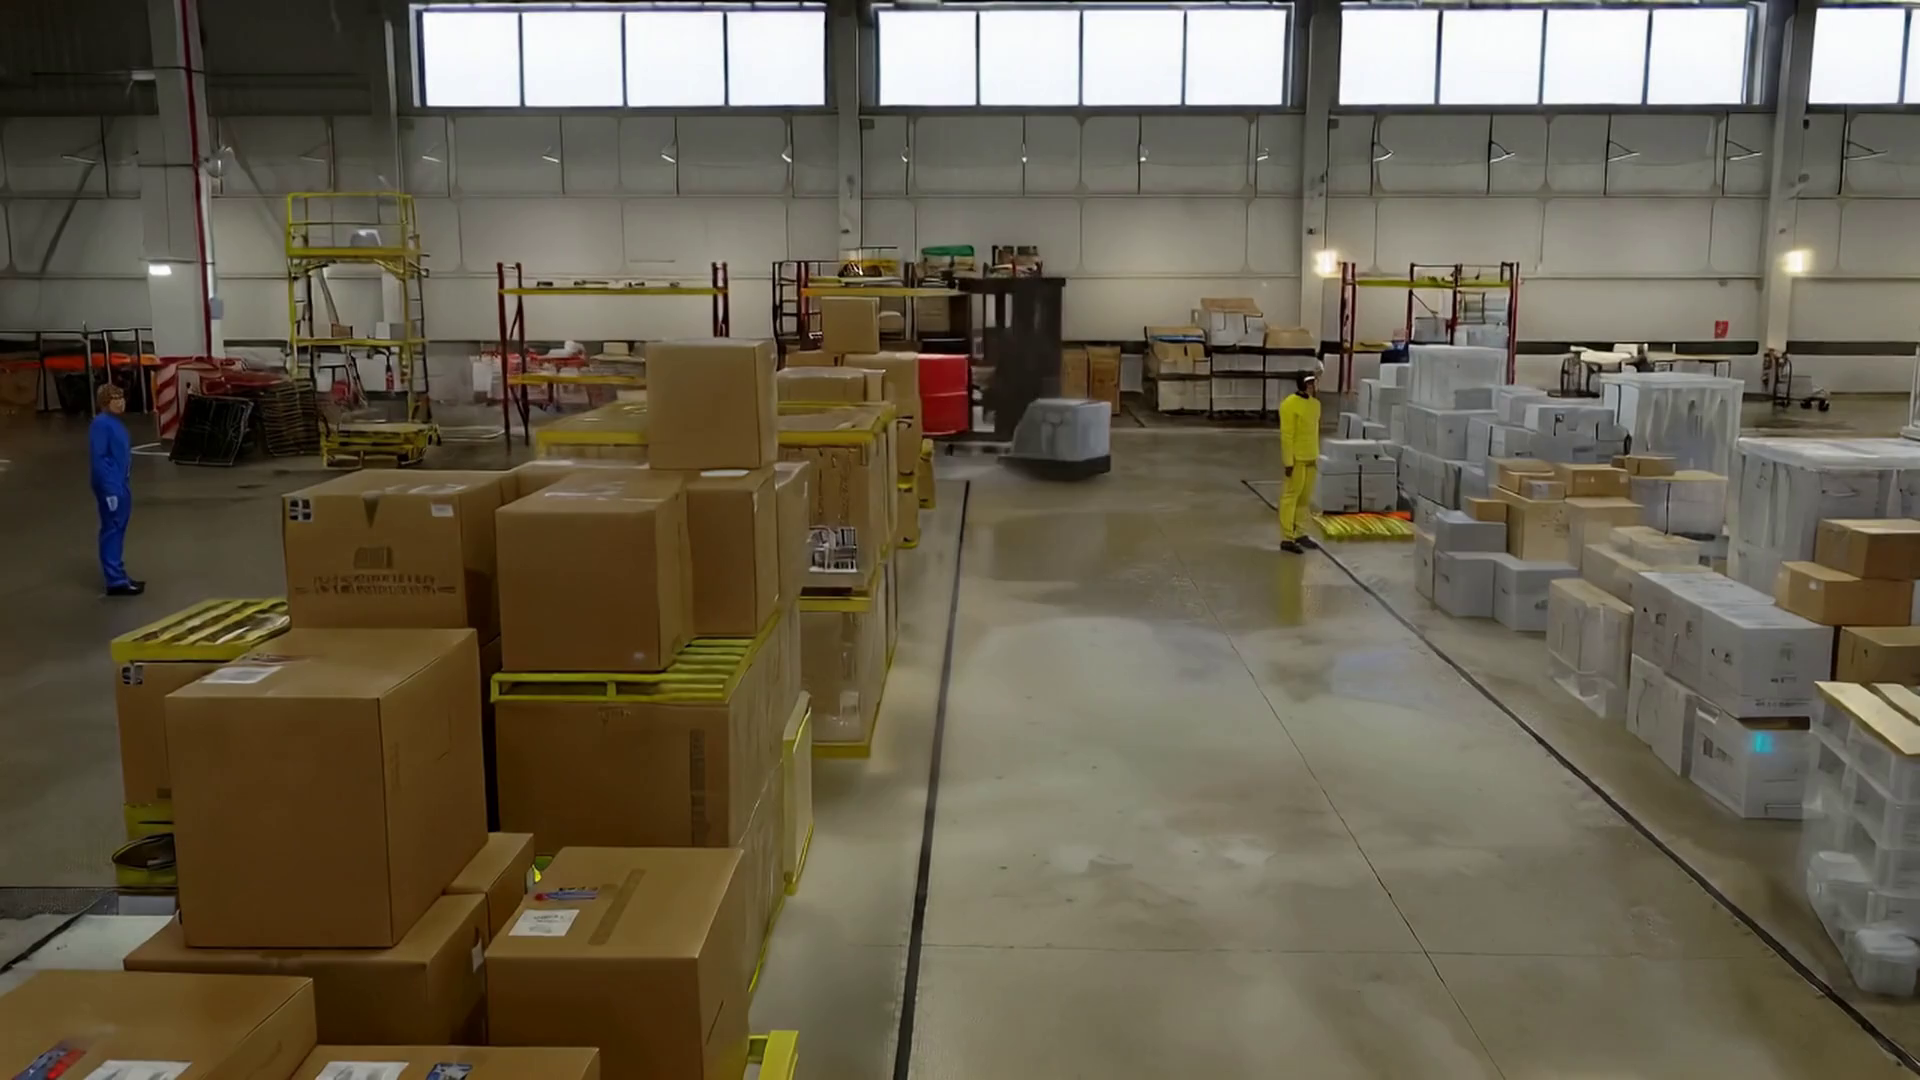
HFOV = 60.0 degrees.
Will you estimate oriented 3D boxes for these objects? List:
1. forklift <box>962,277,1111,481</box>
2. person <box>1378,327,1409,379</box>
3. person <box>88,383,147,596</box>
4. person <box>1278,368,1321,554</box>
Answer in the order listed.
[{"bbox_3d":[1.116,-2.310,23.473,1.873,2.768,1.129,6,11,34],"label":"forklift"},{"bbox_3d":[7.049,-2.425,26.806,0.612,1.995,0.376,3,10,18],"label":"person"},{"bbox_3d":[-7.722,-0.459,15.199,0.372,1.940,0.631,-3,10,-18],"label":"person"},{"bbox_3d":[3.580,-0.835,17.452,0.372,1.940,0.630,9,13,43],"label":"person"}]
